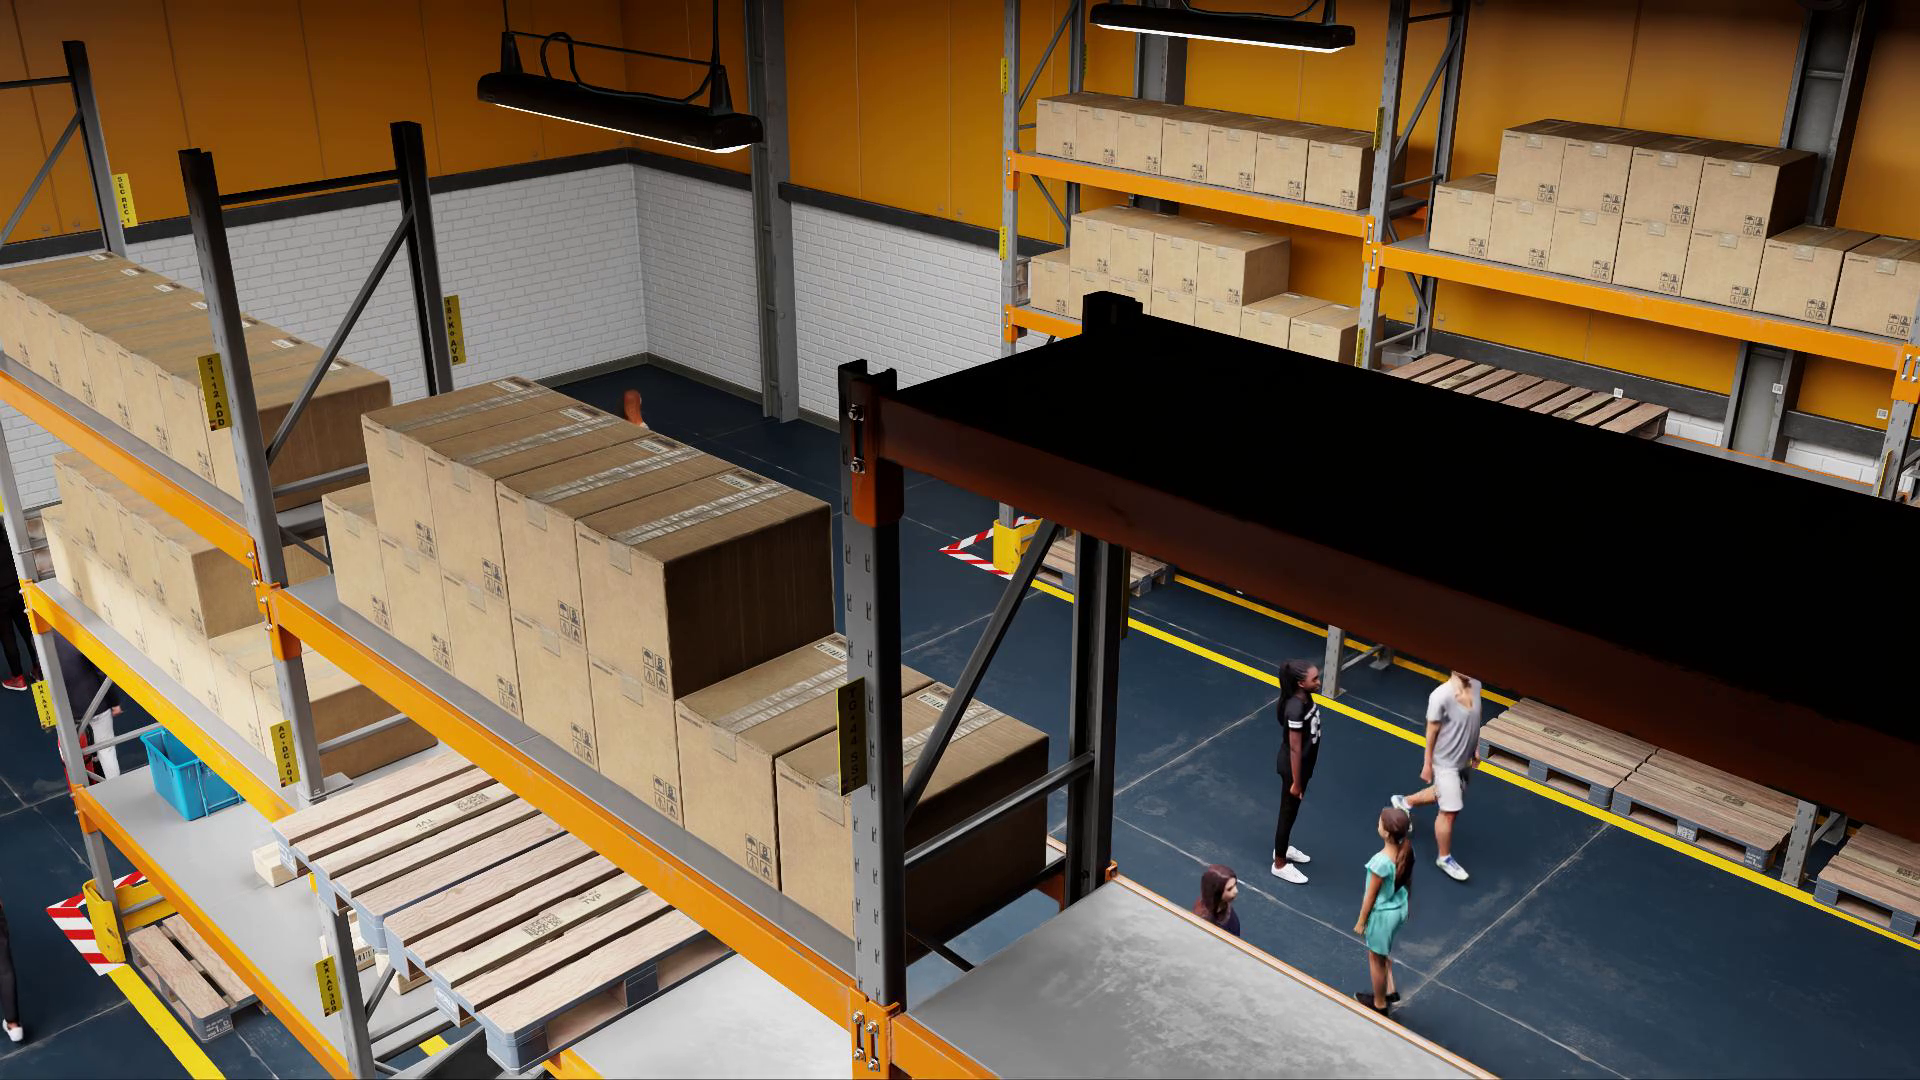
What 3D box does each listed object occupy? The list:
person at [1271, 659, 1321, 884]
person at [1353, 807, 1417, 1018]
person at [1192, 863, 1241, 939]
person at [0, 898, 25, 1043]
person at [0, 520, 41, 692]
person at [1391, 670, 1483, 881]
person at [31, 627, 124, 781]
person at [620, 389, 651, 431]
[{"bbox_3d":[2.447,1.653,12.112,0.727,1.729,0.707,7,25,16],"label":"person"},{"bbox_3d":[2.770,2.408,10.603,0.574,1.554,0.582,-18,29,-35],"label":"person"},{"bbox_3d":[1.483,2.624,10.053,0.767,1.598,0.701,12,26,25],"label":"person"},{"bbox_3d":[-6.185,2.455,10.459,0.672,1.583,1.094,-17,29,-34],"label":"person"},{"bbox_3d":[-8.441,0.533,14.741,0.601,1.675,0.635,15,28,30],"label":"person"},{"bbox_3d":[3.537,1.546,12.224,0.773,1.834,1.085,-16,28,-33],"label":"person"},{"bbox_3d":[-6.787,1.215,12.832,0.773,1.954,0.846,1,24,2],"label":"person"},{"bbox_3d":[-3.486,-0.757,17.656,0.663,1.704,0.913,-20,30,-38],"label":"person"}]
